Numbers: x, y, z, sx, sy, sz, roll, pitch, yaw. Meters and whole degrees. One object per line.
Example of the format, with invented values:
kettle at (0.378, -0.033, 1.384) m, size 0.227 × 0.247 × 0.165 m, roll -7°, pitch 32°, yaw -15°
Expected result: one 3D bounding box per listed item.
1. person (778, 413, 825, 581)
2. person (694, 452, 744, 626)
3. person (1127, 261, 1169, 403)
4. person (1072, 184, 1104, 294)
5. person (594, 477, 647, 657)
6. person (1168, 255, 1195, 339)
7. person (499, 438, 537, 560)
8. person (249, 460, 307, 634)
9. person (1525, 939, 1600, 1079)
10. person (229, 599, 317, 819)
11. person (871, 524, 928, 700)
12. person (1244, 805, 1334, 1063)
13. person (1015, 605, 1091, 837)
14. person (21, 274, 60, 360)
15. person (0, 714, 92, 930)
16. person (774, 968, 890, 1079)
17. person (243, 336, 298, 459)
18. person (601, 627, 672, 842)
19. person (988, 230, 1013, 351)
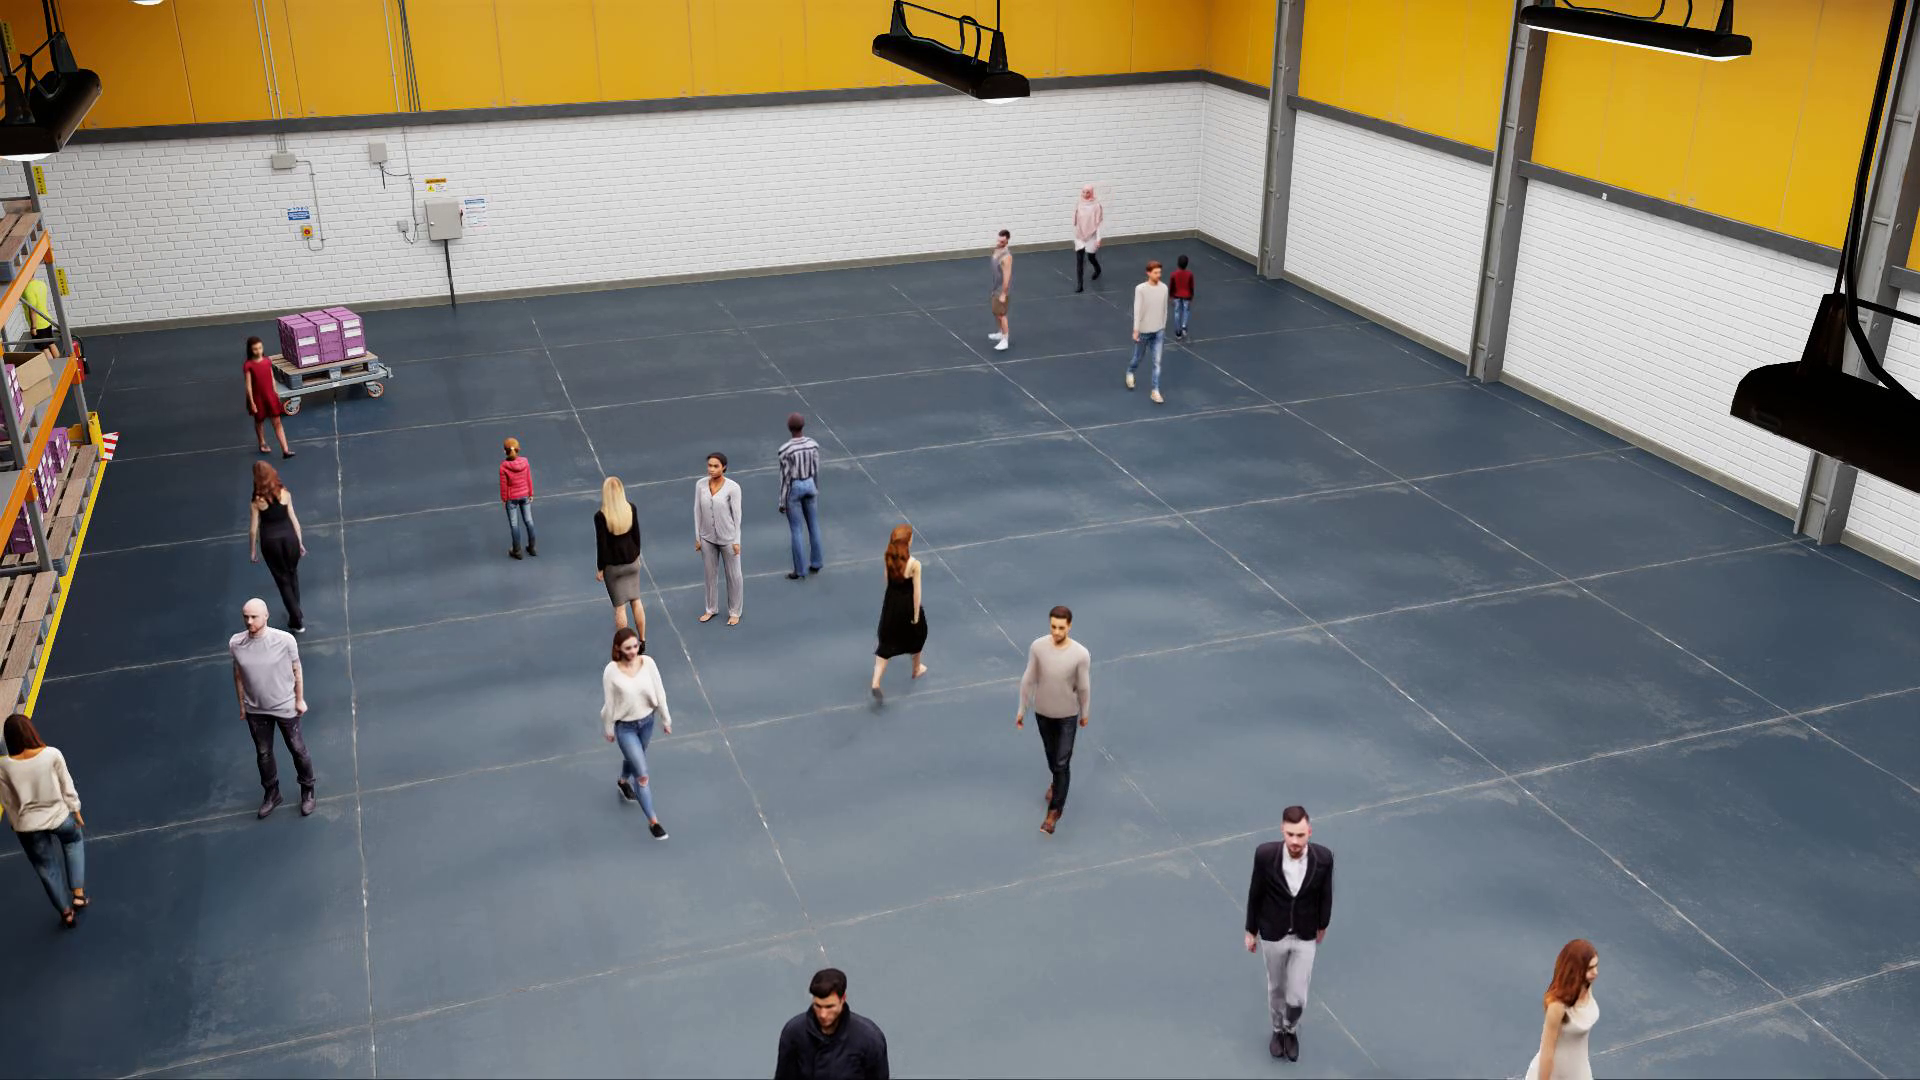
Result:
person at (-1.628, -0.447, 17.015) m, size 0.697 × 1.794 × 0.661 m, roll -18°, pitch 29°, yaw -35°
person at (-2.335, -0.037, 16.153) m, size 0.712 × 1.735 × 0.724 m, roll 5°, pitch 24°, yaw 11°
person at (2.514, -2.846, 22.398) m, size 0.745 × 1.879 × 1.187 m, roll -6°, pitch 24°, yaw -12°
person at (2.121, -4.988, 27.441) m, size 1.119 × 1.765 × 1.189 m, roll 11°, pitch 26°, yaw 23°
person at (-3.111, 0.276, 15.301) m, size 0.678 × 1.843 × 0.665 m, roll -19°, pitch 30°, yaw -37°
person at (3.344, -3.643, 25.025) m, size 0.691 × 1.234 × 0.852 m, roll 1°, pitch 24°, yaw 2°
person at (-4.684, -0.448, 17.618) m, size 0.562 × 1.314 × 0.575 m, roll -18°, pitch 29°, yaw -35°
person at (-6.464, 0.088, 15.874) m, size 0.805 × 1.728 × 0.931 m, roll -20°, pitch 31°, yaw -38°
person at (3.309, 2.946, 9.382) m, size 0.764 × 1.690 × 1.077 m, roll -18°, pitch 29°, yaw -35°
person at (-5.363, 1.290, 12.996) m, size 0.727 × 1.831 × 0.667 m, roll -2°, pitch 24°, yaw -5°
person at (-0.571, 0.650, 14.768) m, size 1.016 × 1.584 × 1.088 m, roll 10°, pitch 26°, yaw 22°
person at (2.056, 2.412, 10.437) m, size 0.785 × 1.825 × 0.805 m, roll 5°, pitch 24°, yaw 10°
person at (0.767, 1.313, 12.968) m, size 1.149 × 1.811 × 1.254 m, roll 9°, pitch 25°, yaw 19°
person at (-12.744, -3.031, 23.033) m, size 0.737 × 1.709 × 0.553 m, roll -2°, pitch 24°, yaw -5°
person at (-6.370, 1.998, 11.576) m, size 0.654 × 1.671 × 0.619 m, roll -10°, pitch 25°, yaw -21°
person at (-0.674, 3.053, 8.843) m, size 0.879 × 1.927 × 0.838 m, roll 2°, pitch 24°, yaw 5°
person at (-8.557, -1.742, 20.336) m, size 1.138 × 1.508 × 0.868 m, roll 22°, pitch 32°, yaw 40°
person at (-2.558, 1.431, 12.901) m, size 0.834 × 1.649 × 1.203 m, roll -16°, pitch 28°, yaw -31°
person at (0.599, -3.668, 24.313) m, size 0.899 × 1.807 × 0.478 m, roll -3°, pitch 24°, yaw -6°
